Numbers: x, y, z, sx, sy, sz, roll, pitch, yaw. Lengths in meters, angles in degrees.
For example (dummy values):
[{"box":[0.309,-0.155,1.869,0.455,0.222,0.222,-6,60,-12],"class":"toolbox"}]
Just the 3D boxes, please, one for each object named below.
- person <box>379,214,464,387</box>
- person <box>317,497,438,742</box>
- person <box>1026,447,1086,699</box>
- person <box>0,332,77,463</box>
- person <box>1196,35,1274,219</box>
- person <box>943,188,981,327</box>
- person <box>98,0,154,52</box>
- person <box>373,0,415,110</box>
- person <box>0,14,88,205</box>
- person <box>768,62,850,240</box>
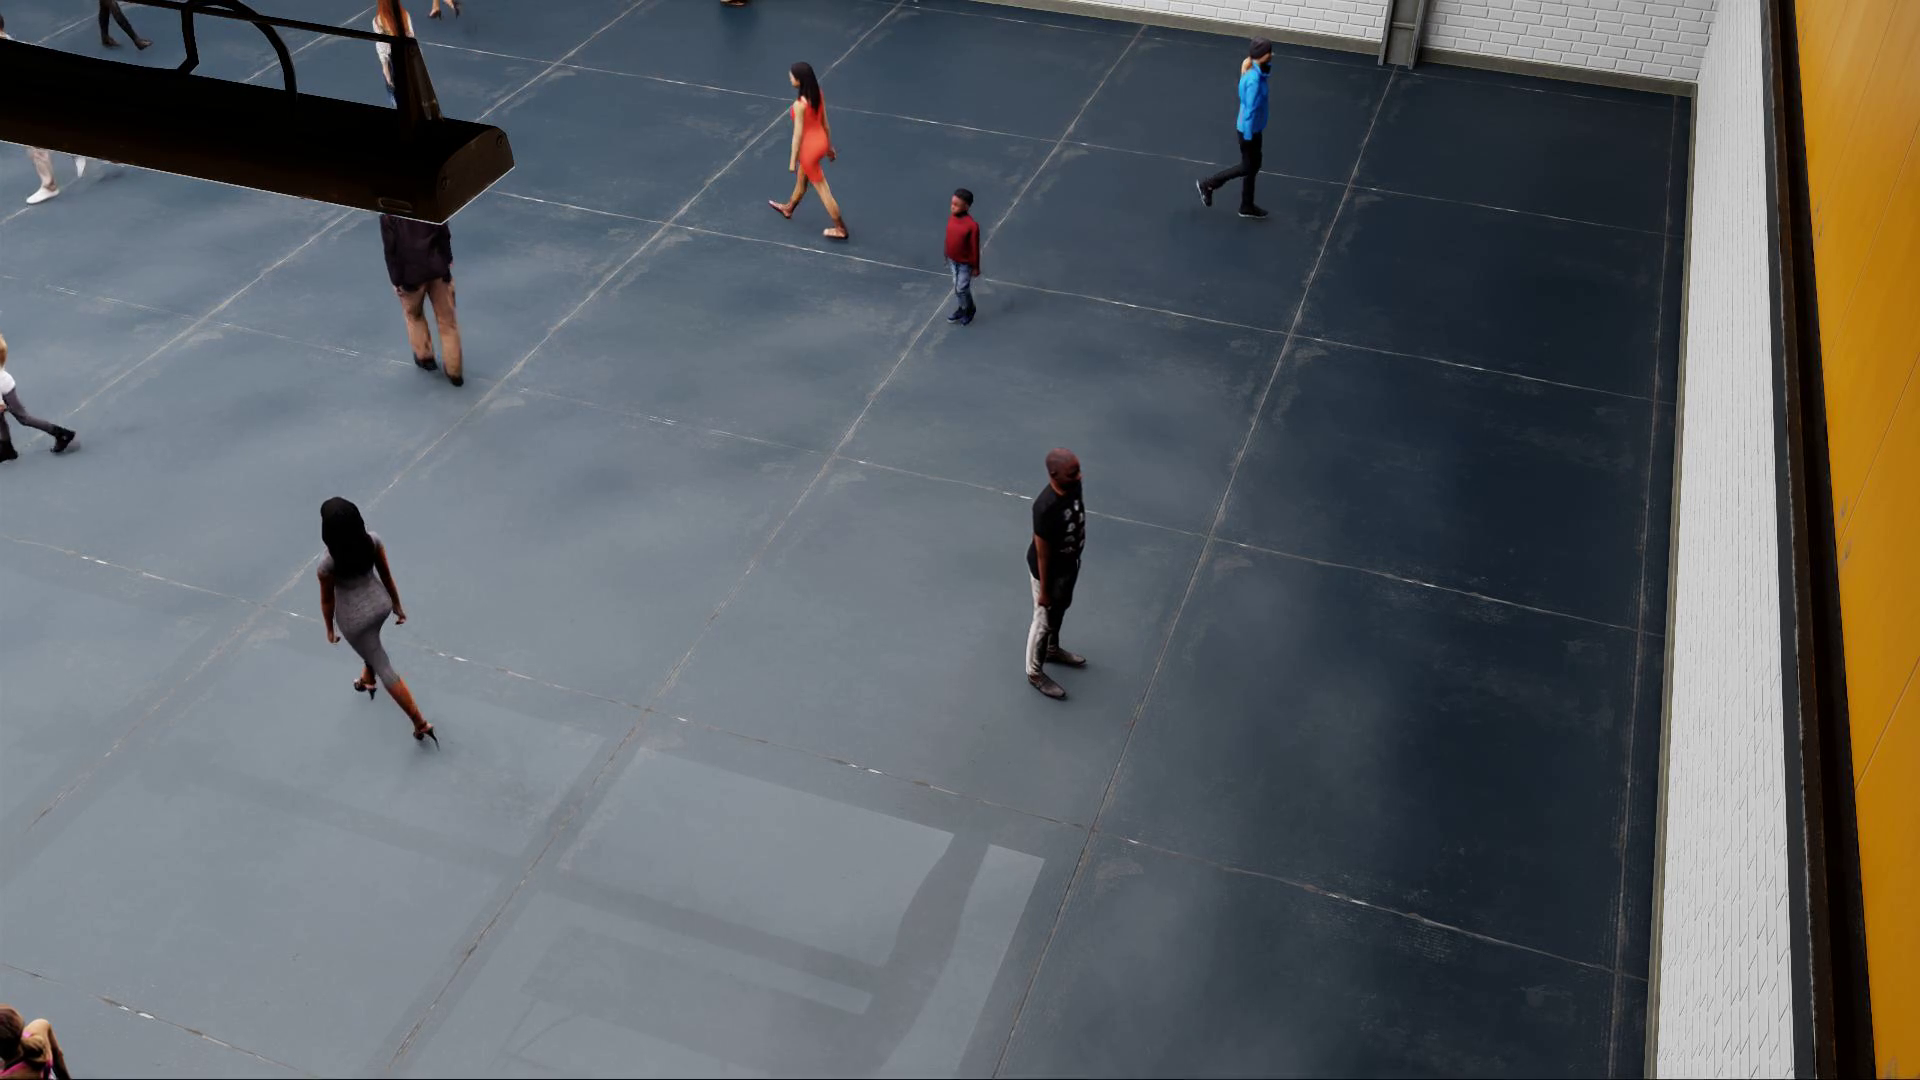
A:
[{"box":[-4.234,-2.068,13.196,0.937,1.906,0.998,-18,42,-21],"class":"person"},{"box":[-3.538,0.537,10.073,1.157,1.733,0.824,26,46,29],"class":"person"},{"box":[0.600,0.164,10.483,0.614,1.804,0.695,17,42,21],"class":"person"},{"box":[-7.165,-1.150,12.562,0.895,1.264,0.873,-20,43,-23],"class":"person"},{"box":[2.617,-3.821,15.489,0.964,1.786,0.686,8,39,10],"class":"person"},{"box":[0.063,-2.427,14.174,0.642,1.246,0.544,-31,48,-33],"class":"person"},{"box":[-9.758,-6.318,18.754,1.023,1.611,0.641,11,40,13],"class":"person"},{"box":[-5.575,-4.736,16.687,0.735,1.719,0.796,-25,45,-28],"class":"person"},{"box":[-8.824,-4.164,15.876,1.022,1.838,1.024,-26,45,-28],"class":"person"},{"box":[-1.272,-3.496,15.179,1.119,1.664,0.652,16,41,19],"class":"person"}]
